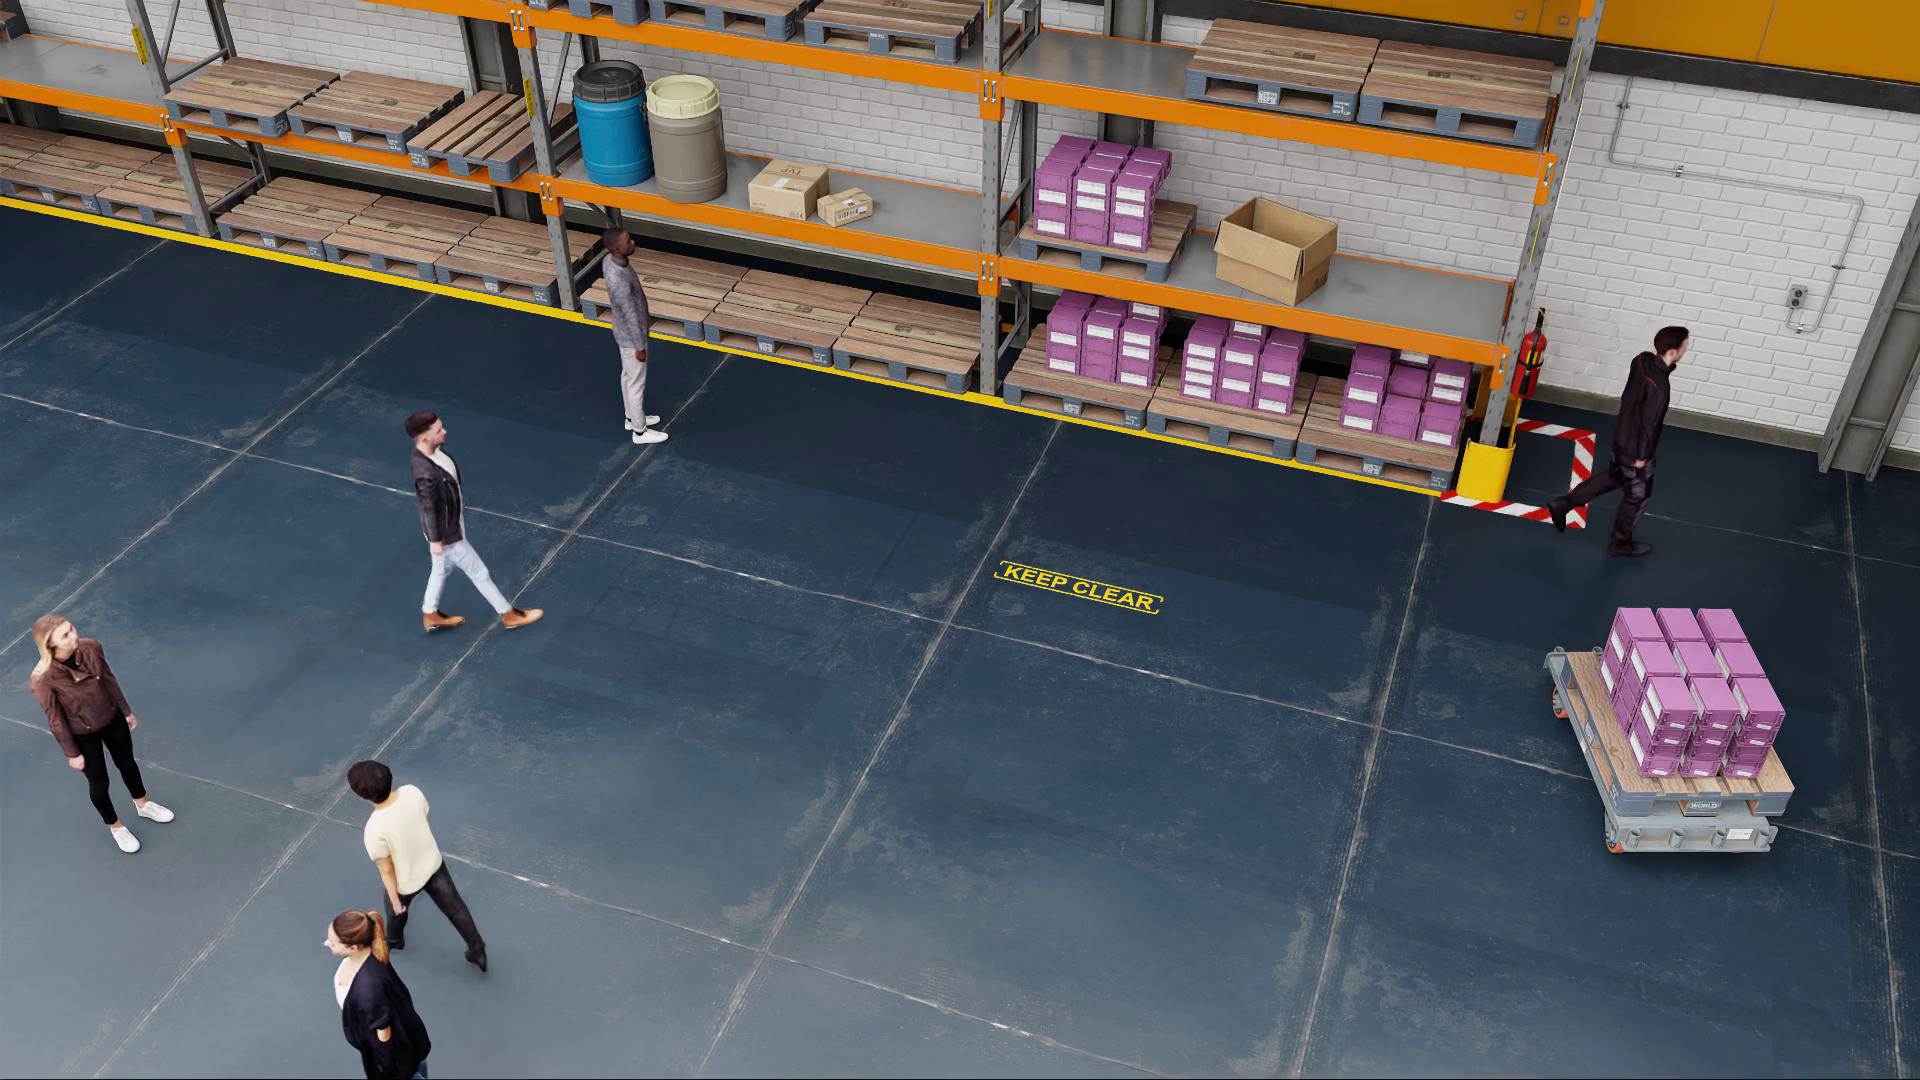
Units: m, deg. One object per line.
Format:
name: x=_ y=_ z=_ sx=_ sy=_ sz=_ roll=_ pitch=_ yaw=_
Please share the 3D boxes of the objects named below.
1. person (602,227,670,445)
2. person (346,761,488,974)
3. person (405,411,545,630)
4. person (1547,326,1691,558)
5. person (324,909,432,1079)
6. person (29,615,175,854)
person: x=-2.570 y=-1.602 z=12.915 sx=0.785 sy=1.838 sz=0.755 roll=-13 pitch=40 yaw=-15
person: x=-2.860 y=1.806 z=8.881 sx=0.979 sy=1.547 sz=0.689 roll=18 pitch=42 yaw=21
person: x=-3.487 y=-0.069 z=11.027 sx=1.163 sy=1.799 sz=1.045 roll=-10 pitch=40 yaw=-13
person: x=4.685 y=-0.683 z=11.724 sx=1.116 sy=1.889 sz=0.899 roll=1 pitch=39 yaw=1
person: x=-2.771 y=2.361 z=8.078 sx=0.767 sy=1.683 sz=0.719 roll=-14 pitch=41 yaw=-17
person: x=-5.024 y=1.089 z=9.654 sx=0.538 sy=1.703 sz=0.630 roll=18 pitch=42 yaw=21
